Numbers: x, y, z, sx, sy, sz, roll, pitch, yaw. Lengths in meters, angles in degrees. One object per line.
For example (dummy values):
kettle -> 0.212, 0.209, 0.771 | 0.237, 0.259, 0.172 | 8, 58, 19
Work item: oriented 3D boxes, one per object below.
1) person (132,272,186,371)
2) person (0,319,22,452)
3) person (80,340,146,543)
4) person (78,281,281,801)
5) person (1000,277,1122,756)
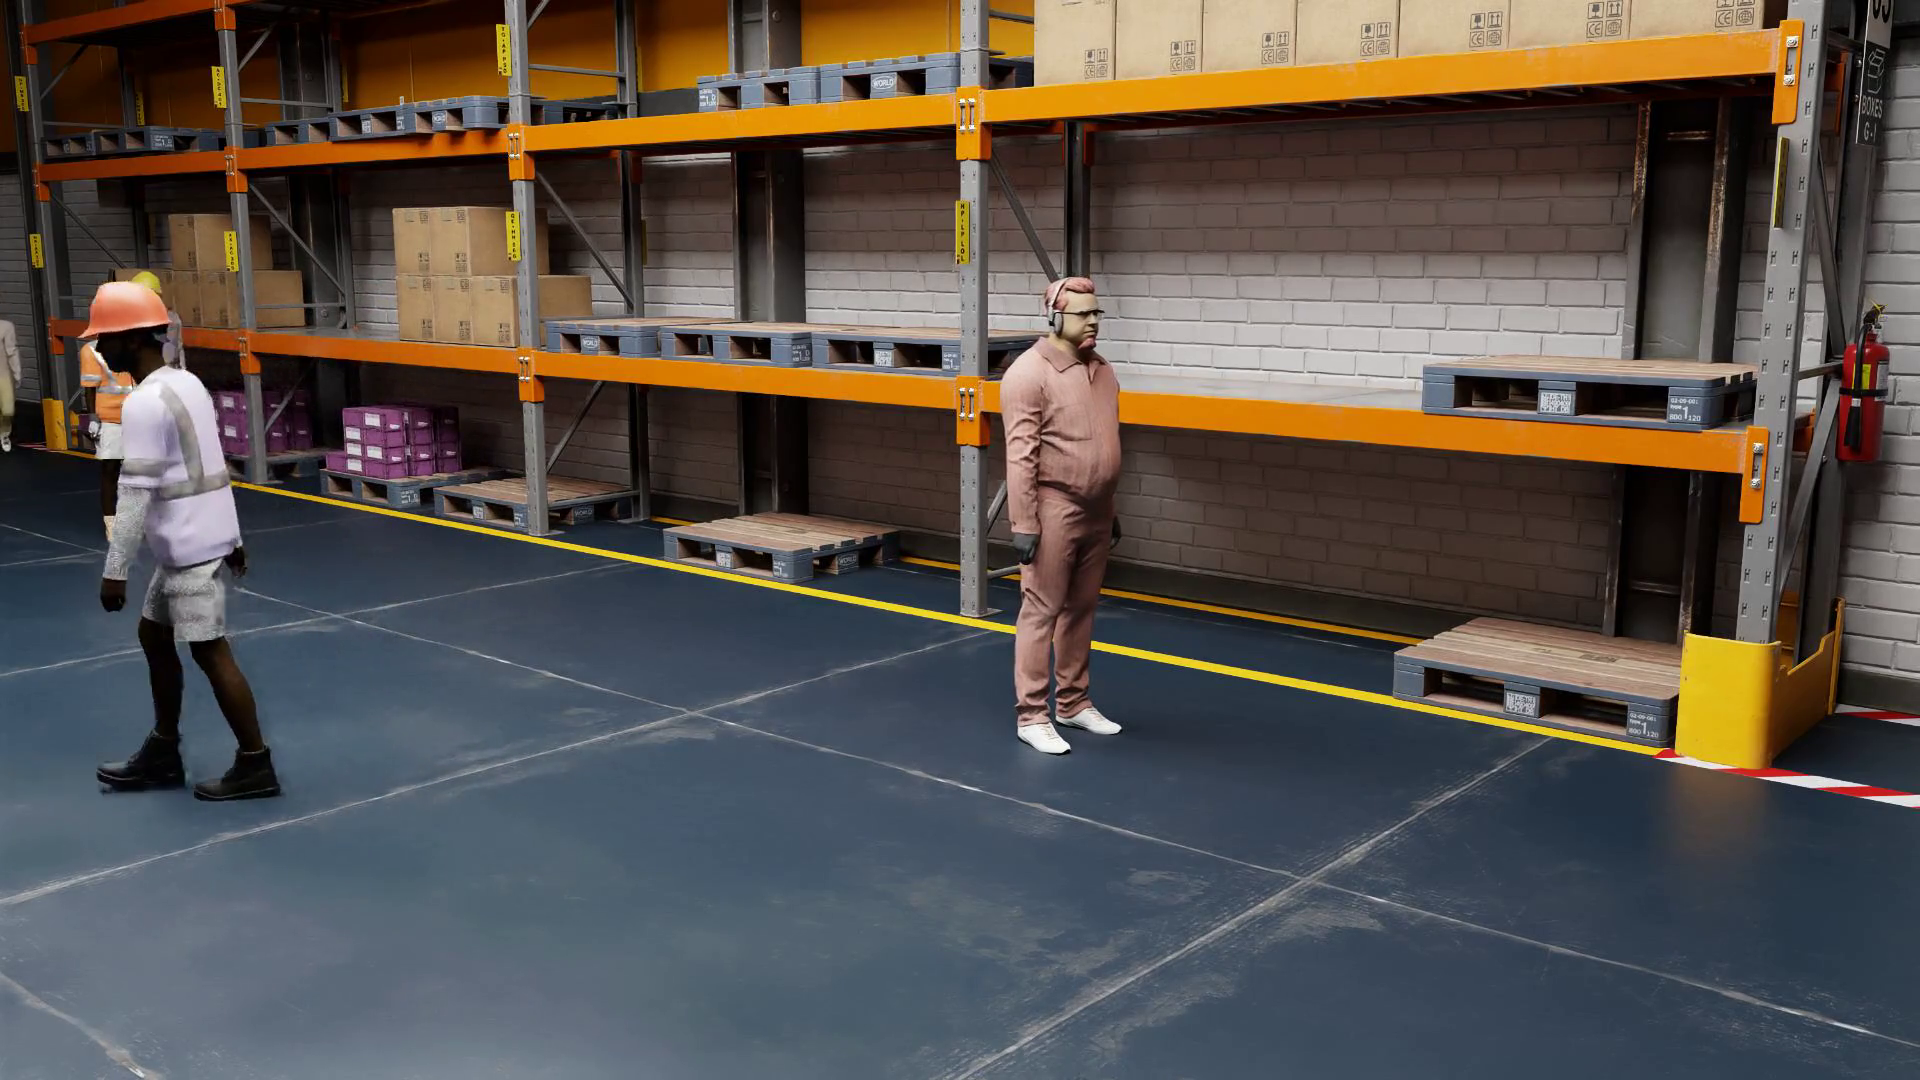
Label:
person -> -6.685, -1.299, 13.776 | 0.404, 1.828, 0.603 | 8, 13, 40
person -> -9.230, -1.555, 15.833 | 0.510, 1.617, 0.544 | -6, 12, -32
person -> -5.763, -0.832, 11.496 | 0.316, 1.695, 0.542 | 8, 13, 40
person -> -2.906, 0.026, 6.035 | 0.819, 1.898, 0.618 | -1, 10, -8
person -> 0.452, -0.103, 6.750 | 0.407, 1.906, 0.655 | 8, 13, 40
